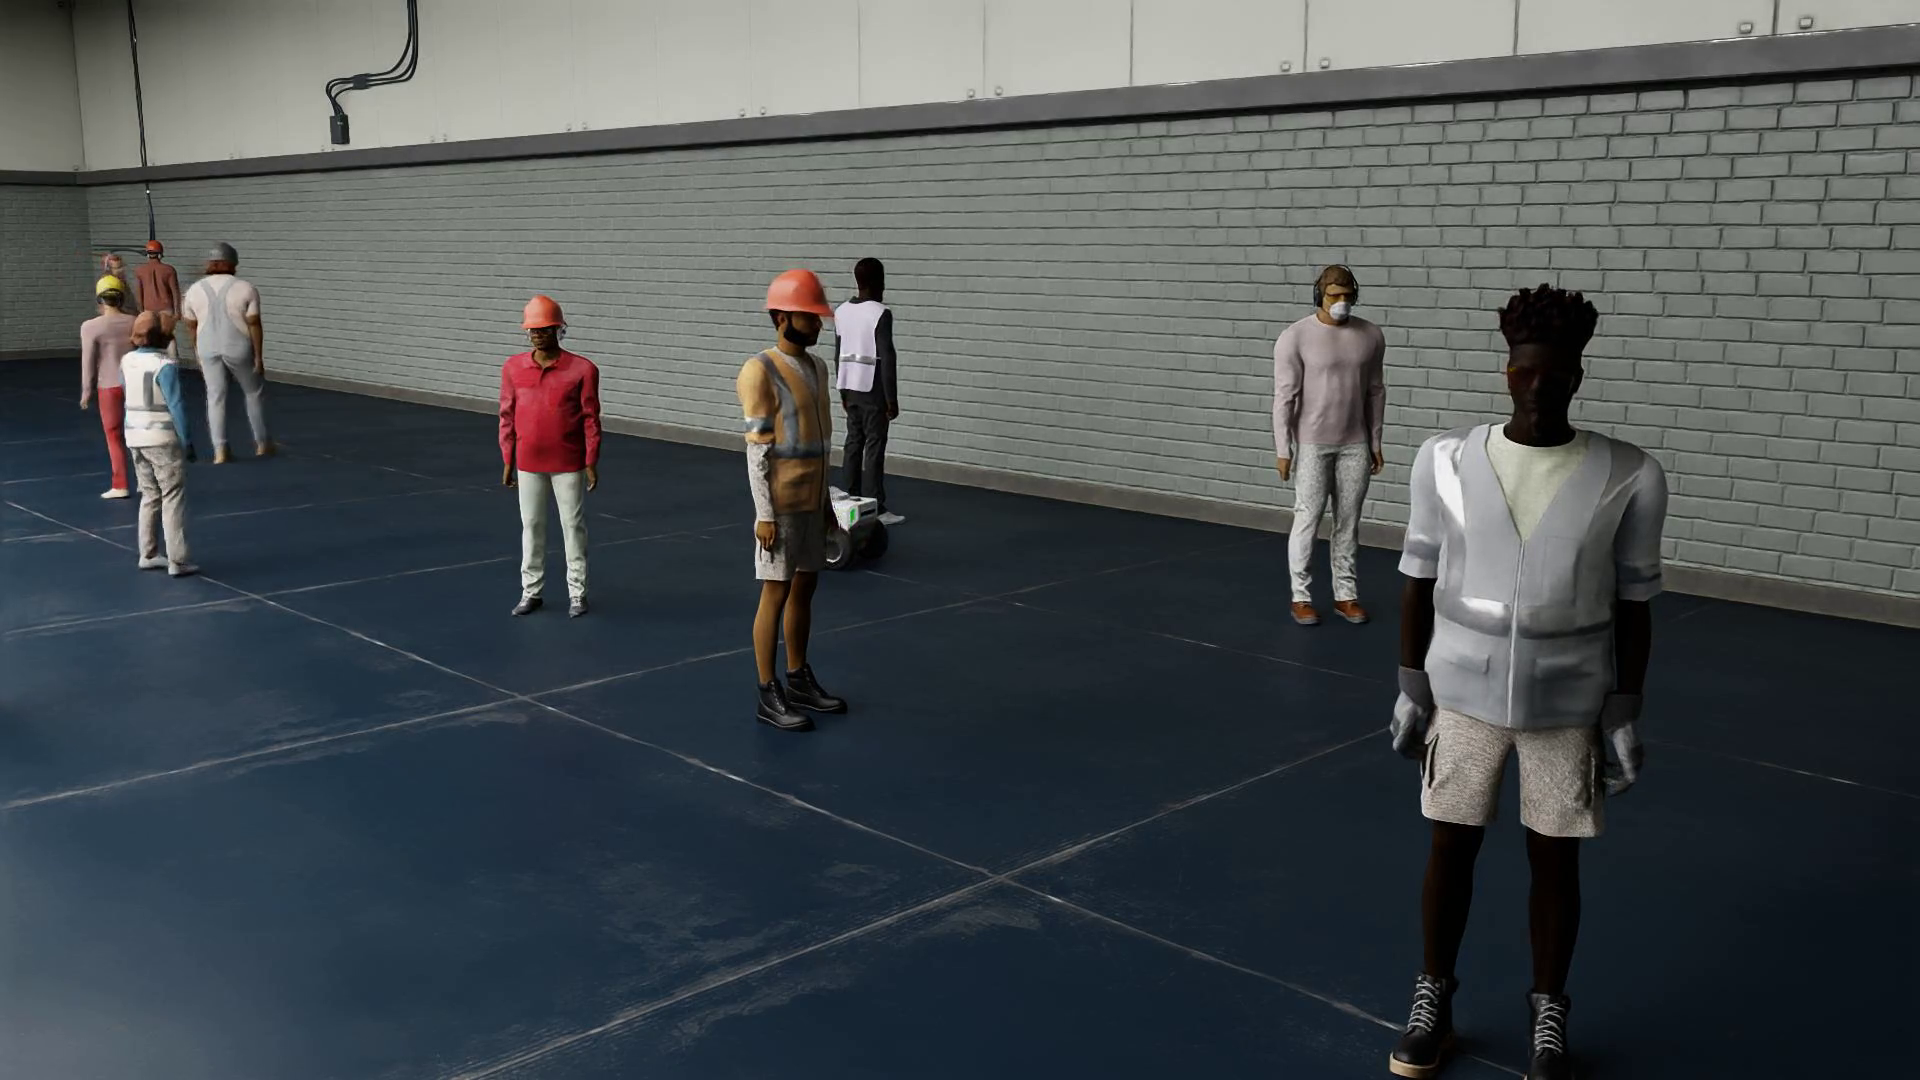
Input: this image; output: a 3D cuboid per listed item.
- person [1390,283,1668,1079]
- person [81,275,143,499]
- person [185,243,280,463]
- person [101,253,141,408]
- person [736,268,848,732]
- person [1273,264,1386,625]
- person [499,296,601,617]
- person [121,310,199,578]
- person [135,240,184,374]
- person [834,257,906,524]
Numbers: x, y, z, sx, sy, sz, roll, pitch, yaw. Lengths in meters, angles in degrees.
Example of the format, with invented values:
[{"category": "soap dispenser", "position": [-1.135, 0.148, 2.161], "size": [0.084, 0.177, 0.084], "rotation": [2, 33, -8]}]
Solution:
[{"category": "person", "position": [1.345, 0.372, 4.013], "size": [0.600, 1.967, 0.368], "rotation": [5, 11, 23]}, {"category": "person", "position": [-6.661, -1.204, 13.172], "size": [0.336, 1.764, 0.549], "rotation": [8, 13, 38]}, {"category": "person", "position": [-6.740, -1.762, 15.451], "size": [0.699, 2.000, 0.915], "rotation": [0, 10, -2]}, {"category": "person", "position": [-9.820, -2.409, 19.467], "size": [0.531, 1.871, 0.688], "rotation": [-2, 11, -13]}, {"category": "person", "position": [-0.692, -0.172, 7.062], "size": [0.356, 1.939, 0.542], "rotation": [5, 12, 27]}, {"category": "person", "position": [1.974, -0.504, 8.909], "size": [0.636, 1.930, 0.374], "rotation": [-3, 11, -15]}, {"category": "person", "position": [-2.238, -0.448, 9.067], "size": [0.562, 1.753, 0.327], "rotation": [0, 10, 3]}, {"category": "person", "position": [-4.908, -0.585, 10.146], "size": [0.538, 1.629, 0.330], "rotation": [7, 13, 35]}, {"category": "person", "position": [-11.989, -3.475, 24.918], "size": [0.611, 1.995, 0.375], "rotation": [-2, 11, -11]}, {"category": "person", "position": [-0.669, -1.063, 11.972], "size": [0.382, 1.918, 0.597], "rotation": [-10, 14, -42]}]
